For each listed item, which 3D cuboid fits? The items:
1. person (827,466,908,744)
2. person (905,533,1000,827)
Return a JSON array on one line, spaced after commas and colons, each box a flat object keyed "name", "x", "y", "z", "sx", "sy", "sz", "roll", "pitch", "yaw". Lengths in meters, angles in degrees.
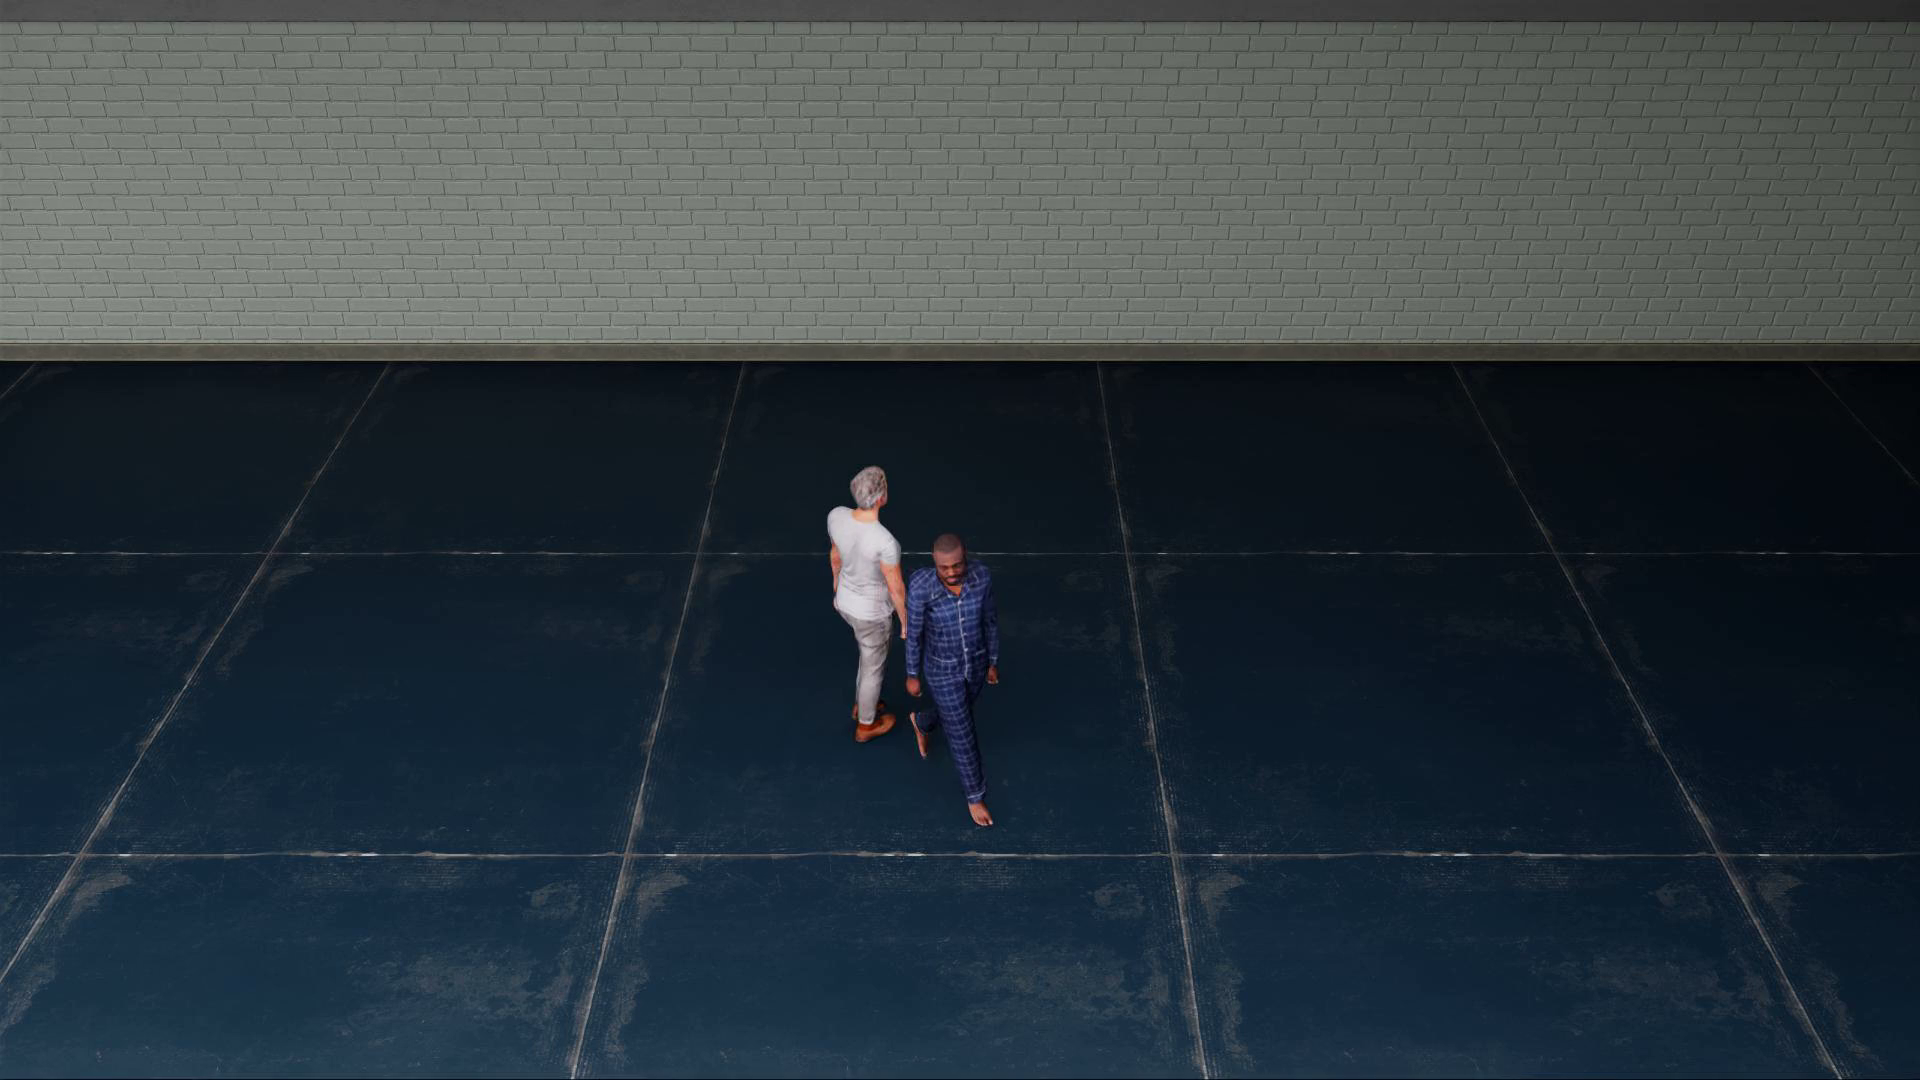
[{"name": "person", "x": -0.590, "y": 0.421, "z": 9.458, "sx": 0.879, "sy": 1.822, "sz": 0.810, "roll": -27, "pitch": 42, "yaw": -35}, {"name": "person", "x": -0.073, "y": 0.665, "z": 9.121, "sx": 0.999, "sy": 1.781, "sz": 1.210, "roll": -17, "pitch": 37, "yaw": -24}]
